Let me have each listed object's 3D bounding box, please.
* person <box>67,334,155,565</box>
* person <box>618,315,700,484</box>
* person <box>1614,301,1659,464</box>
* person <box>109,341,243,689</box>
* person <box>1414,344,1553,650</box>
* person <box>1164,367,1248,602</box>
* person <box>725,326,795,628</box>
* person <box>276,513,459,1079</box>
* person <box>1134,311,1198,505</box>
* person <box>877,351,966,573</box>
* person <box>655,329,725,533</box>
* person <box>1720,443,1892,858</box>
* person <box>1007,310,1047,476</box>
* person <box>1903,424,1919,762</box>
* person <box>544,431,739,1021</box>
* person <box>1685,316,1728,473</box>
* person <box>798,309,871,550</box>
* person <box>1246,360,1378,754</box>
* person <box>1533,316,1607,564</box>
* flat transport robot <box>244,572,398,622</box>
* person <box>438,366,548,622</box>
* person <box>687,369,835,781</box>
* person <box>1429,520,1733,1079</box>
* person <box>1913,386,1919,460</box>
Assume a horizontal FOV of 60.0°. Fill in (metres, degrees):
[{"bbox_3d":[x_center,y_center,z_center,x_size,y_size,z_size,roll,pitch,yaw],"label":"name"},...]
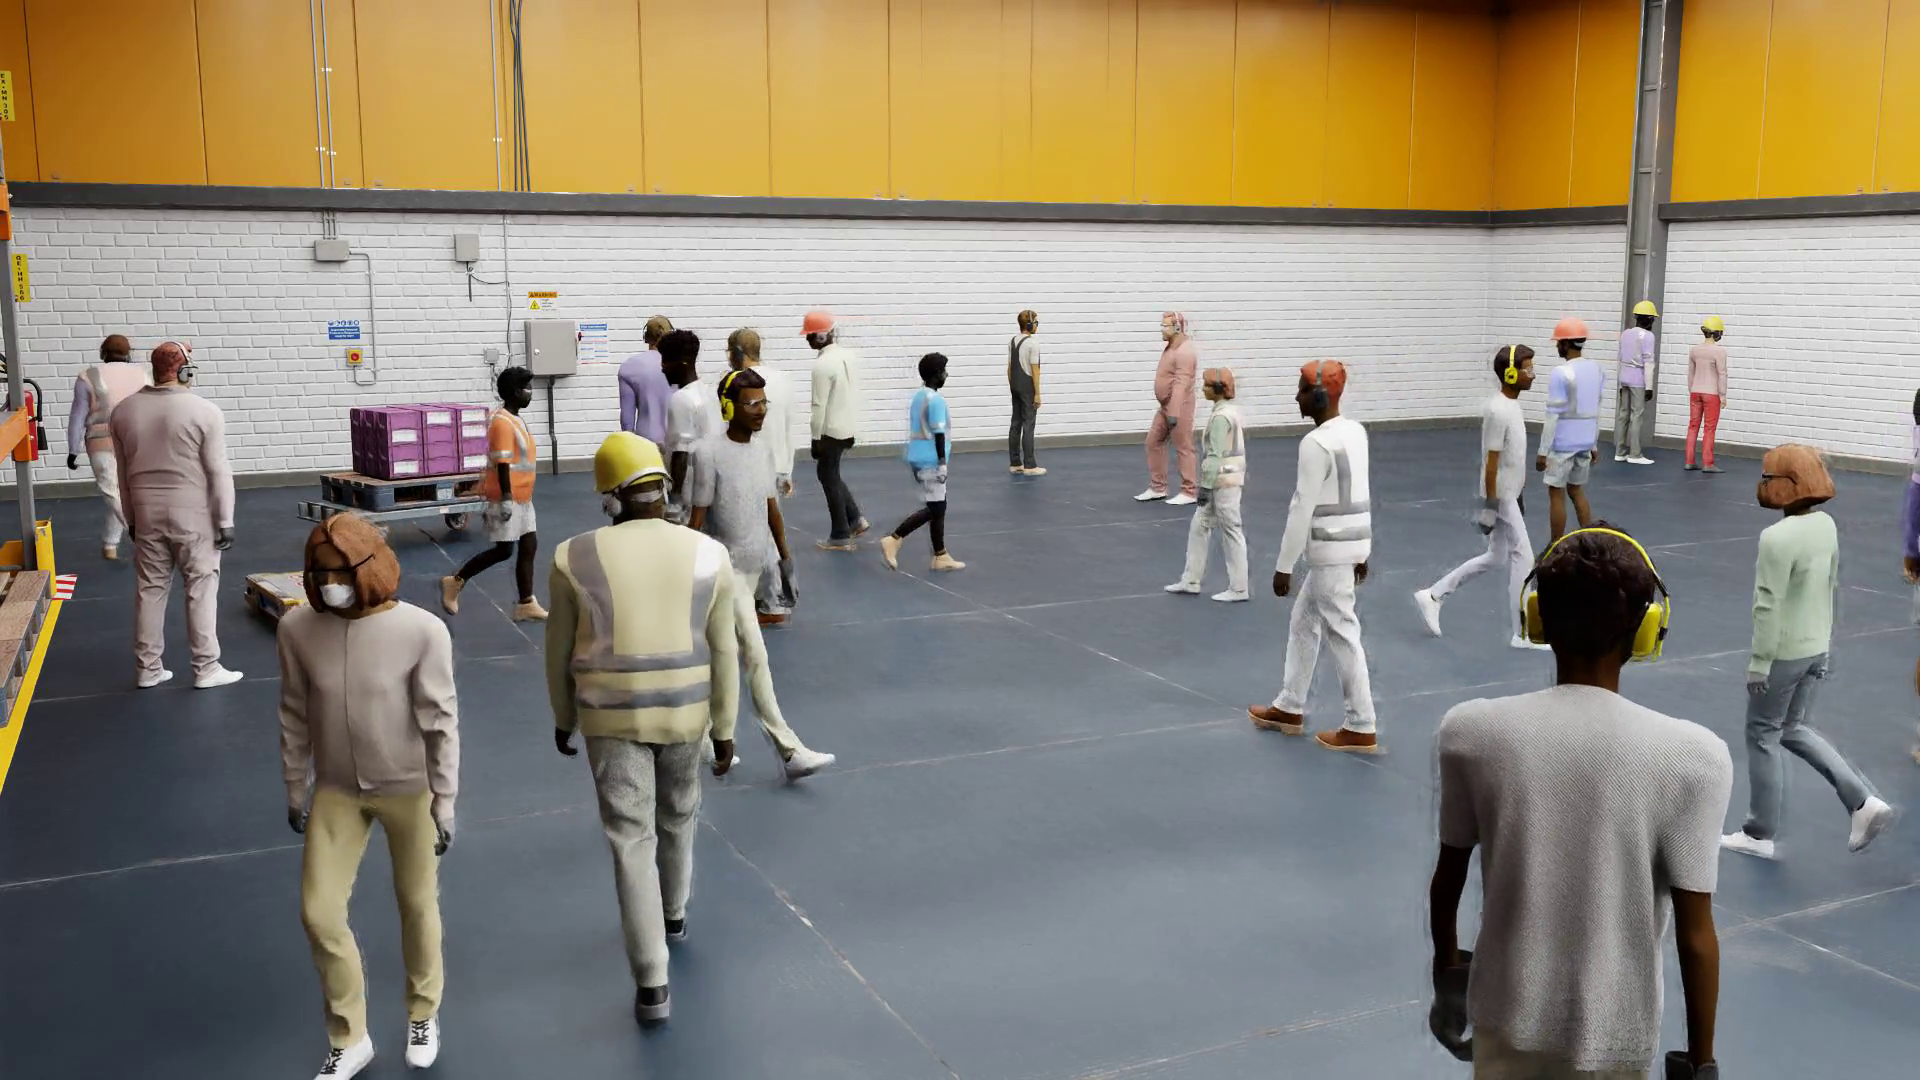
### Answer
[{"bbox_3d":[-6.521,-0.701,12.926,0.873,1.794,0.670,8,12,39],"label":"person"},{"bbox_3d":[-2.275,-0.741,12.702,0.628,1.940,0.373,-1,9,-4],"label":"person"},{"bbox_3d":[8.009,-1.859,19.679,0.384,1.923,0.590,-2,9,-13],"label":"person"},{"bbox_3d":[-4.251,-0.130,9.075,0.660,1.895,0.401,1,9,5],"label":"person"},{"bbox_3d":[3.224,-0.261,10.045,0.814,1.843,0.522,3,10,19],"label":"person"},{"bbox_3d":[1.677,-0.374,11.391,0.699,1.609,0.546,2,9,10],"label":"person"},{"bbox_3d":[-1.337,-0.393,10.606,0.613,1.911,0.661,4,10,25],"label":"person"},{"bbox_3d":[-1.625,0.723,4.581,0.525,1.605,0.562,0,9,-2],"label":"person"},{"bbox_3d":[1.989,-1.268,16.116,0.719,1.880,0.687,-1,9,-8],"label":"person"},{"bbox_3d":[-0.298,-0.574,12.451,0.628,1.670,0.551,-3,10,-16],"label":"person"},{"bbox_3d":[-1.564,-0.271,9.828,0.494,1.935,0.627,2,9,13],"label":"person"},{"bbox_3d":[3.210,0.447,6.311,0.506,1.623,0.528,-8,12,-40],"label":"person"},{"bbox_3d":[0.730,-1.642,18.578,0.349,1.846,0.506,-6,11,-34],"label":"person"},{"bbox_3d":[4.426,0.103,7.314,0.525,1.995,0.743,-3,10,-16],"label":"person"},{"bbox_3d":[-0.997,0.548,5.247,0.583,1.778,0.936,-4,10,-23],"label":"person"},{"bbox_3d":[8.465,-1.641,18.820,0.312,1.768,0.530,-4,10,-22],"label":"person"},{"bbox_3d":[-1.061,-0.878,13.446,0.439,1.969,0.636,3,10,18],"label":"person"},{"bbox_3d":[1.660,0.071,7.927,0.845,1.845,0.604,6,11,32],"label":"person"},{"bbox_3d":[4.671,-0.751,12.779,0.571,1.934,0.384,-5,10,-29],"label":"person"},{"bbox_3d":[-4.187,0.383,10.879,0.652,0.197,1.431,-6,11,-34],"label":"flat transport robot"},{"bbox_3d":[-2.975,-0.286,10.682,0.683,1.668,0.529,0,9,-1],"label":"person"},{"bbox_3d":[-0.898,0.160,7.431,0.946,1.828,0.560,5,10,29],"label":"person"},{"bbox_3d":[1.127,0.869,3.056,0.535,1.817,1.006,5,10,27],"label":"person"},{"bbox_3d":[8.291,-0.997,13.973,0.560,2.000,0.699,6,11,31],"label":"person"}]
